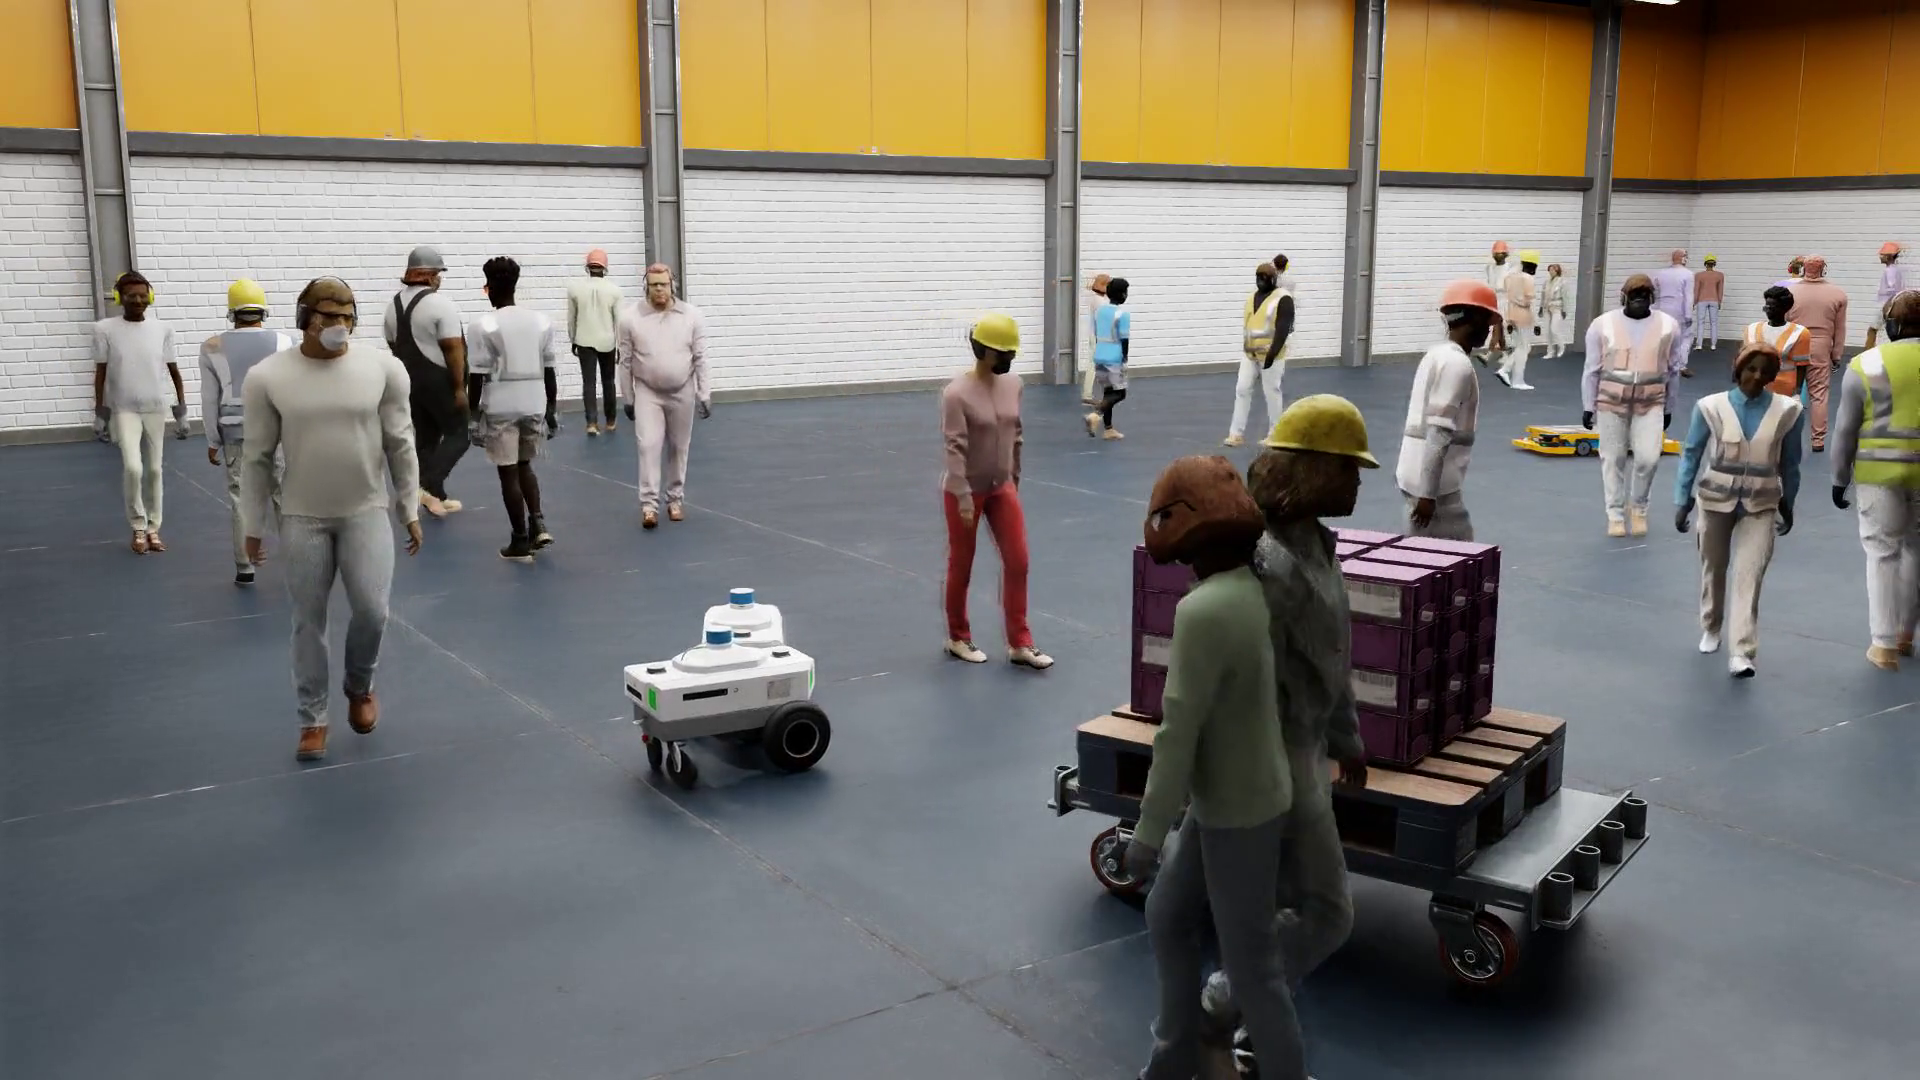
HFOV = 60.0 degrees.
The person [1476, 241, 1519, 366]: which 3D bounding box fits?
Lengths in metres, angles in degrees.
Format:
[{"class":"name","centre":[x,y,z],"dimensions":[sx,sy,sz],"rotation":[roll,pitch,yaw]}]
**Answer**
[{"class":"person","centre":[8.638,-3.805,26.852],"dimensions":[1.050,1.989,0.633],"rotation":[-9,13,-39]}]

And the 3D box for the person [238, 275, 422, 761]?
[{"class":"person","centre":[-2.503,-0.081,6.626],"dimensions":[0.685,1.926,0.441],"rotation":[-4,11,-19]}]

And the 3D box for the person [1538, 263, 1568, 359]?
[{"class":"person","centre":[10.100,-3.889,28.342],"dimensions":[0.363,1.629,0.531],"rotation":[-5,11,-24]}]

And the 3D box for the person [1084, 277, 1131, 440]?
[{"class":"person","centre":[1.479,-1.811,16.810],"dimensions":[0.564,1.678,0.544],"rotation":[-7,13,-35]}]

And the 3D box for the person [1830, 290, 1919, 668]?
[{"class":"person","centre":[4.611,-0.311,8.195],"dimensions":[0.637,1.813,0.749],"rotation":[3,11,14]}]

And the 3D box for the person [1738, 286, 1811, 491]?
[{"class":"person","centre":[6.436,-1.166,13.216],"dimensions":[0.321,1.694,0.529],"rotation":[-10,14,-44]}]

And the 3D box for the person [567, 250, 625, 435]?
[{"class":"person","centre":[-3.845,-2.090,17.619],"dimensions":[0.609,1.948,1.010],"rotation":[-2,10,-10]}]

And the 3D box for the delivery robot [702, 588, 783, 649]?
[{"class":"delivery robot","centre":[-0.943,0.452,7.214],"dimensions":[0.477,0.478,0.707],"rotation":[-1,10,-7]}]

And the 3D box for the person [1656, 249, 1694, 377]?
[{"class":"person","centre":[10.660,-3.350,24.635],"dimensions":[0.657,1.887,0.673],"rotation":[-6,12,-28]}]

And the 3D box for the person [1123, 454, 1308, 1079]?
[{"class":"person","centre":[0.543,0.610,3.739],"dimensions":[0.641,1.595,0.486],"rotation":[3,11,16]}]

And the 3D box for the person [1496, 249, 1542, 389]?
[{"class":"person","centre":[7.670,-2.994,22.646],"dimensions":[0.422,1.908,0.593],"rotation":[-1,10,-3]}]

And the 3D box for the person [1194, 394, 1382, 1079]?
[{"class":"person","centre":[0.796,0.519,3.908],"dimensions":[0.364,1.720,0.492],"rotation":[4,11,21]}]

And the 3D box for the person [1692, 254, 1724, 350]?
[{"class":"person","centre":[13.703,-4.355,30.500],"dimensions":[0.524,1.769,0.326],"rotation":[2,10,9]}]

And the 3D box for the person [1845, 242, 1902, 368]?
[{"class":"person","centre":[14.563,-3.643,25.978],"dimensions":[1.038,2.005,0.627],"rotation":[8,13,36]}]

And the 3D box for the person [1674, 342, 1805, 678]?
[{"class":"person","centre":[3.737,-0.160,8.009],"dimensions":[0.543,1.577,0.909],"rotation":[4,11,21]}]

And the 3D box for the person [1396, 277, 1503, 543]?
[{"class":"person","centre":[2.227,-0.262,7.725],"dimensions":[0.578,1.886,0.583],"rotation":[0,10,2]}]

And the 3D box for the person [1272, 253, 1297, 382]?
[{"class":"person","centre":[4.486,-3.122,23.524],"dimensions":[0.520,1.850,0.722],"rotation":[3,11,16]}]

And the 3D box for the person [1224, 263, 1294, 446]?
[{"class":"person","centre":[2.987,-1.816,16.443],"dimensions":[0.622,1.815,0.645],"rotation":[-8,13,-36]}]

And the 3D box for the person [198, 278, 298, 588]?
[{"class":"person","centre":[-4.172,-0.632,9.893],"dimensions":[0.599,1.836,0.404],"rotation":[-4,11,-23]}]

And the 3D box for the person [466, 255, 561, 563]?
[{"class":"person","centre":[-2.871,-0.831,10.652],"dimensions":[0.452,1.951,0.629],"rotation":[9,14,42]}]

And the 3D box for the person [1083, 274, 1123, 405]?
[{"class":"person","centre":[1.815,-2.463,20.524],"dimensions":[0.649,1.609,0.534],"rotation":[-1,10,-6]}]

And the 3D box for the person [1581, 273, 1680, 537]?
[{"class":"person","centre":[4.608,-0.912,11.460],"dimensions":[0.642,1.823,0.494],"rotation":[3,11,16]}]

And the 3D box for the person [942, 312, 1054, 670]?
[{"class":"person","centre":[0.161,-0.220,7.928],"dimensions":[0.539,1.714,0.740],"rotation":[-8,13,-37]}]

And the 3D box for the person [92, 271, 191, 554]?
[{"class":"person","centre":[-5.354,-0.823,10.898],"dimensions":[0.564,1.852,0.527],"rotation":[-8,13,-37]}]

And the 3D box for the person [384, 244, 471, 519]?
[{"class":"person","centre":[-3.896,-1.172,12.295],"dimensions":[0.694,2.000,0.587],"rotation":[7,12,32]}]

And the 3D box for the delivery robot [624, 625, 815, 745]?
[{"class":"delivery robot","centre":[-0.941,0.579,6.517],"dimensions":[0.707,0.478,0.477],"rotation":[-6,12,-28]}]

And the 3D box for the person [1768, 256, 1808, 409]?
[{"class":"person","centre":[10.062,-2.495,20.083],"dimensions":[0.570,1.845,0.384],"rotation":[7,12,33]}]

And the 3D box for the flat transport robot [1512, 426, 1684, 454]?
[{"class":"flat transport robot","centre":[6.170,-0.981,16.107],"dimensions":[1.431,0.197,0.652],"rotation":[-2,10,-10]}]

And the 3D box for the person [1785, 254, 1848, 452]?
[{"class":"person","centre":[8.197,-1.802,16.120],"dimensions":[0.651,1.906,0.402],"rotation":[3,11,14]}]

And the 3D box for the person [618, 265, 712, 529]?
[{"class":"person","centre":[-2.098,-1.015,11.915],"dimensions":[0.651,1.870,0.919],"rotation":[-3,11,-15]}]
